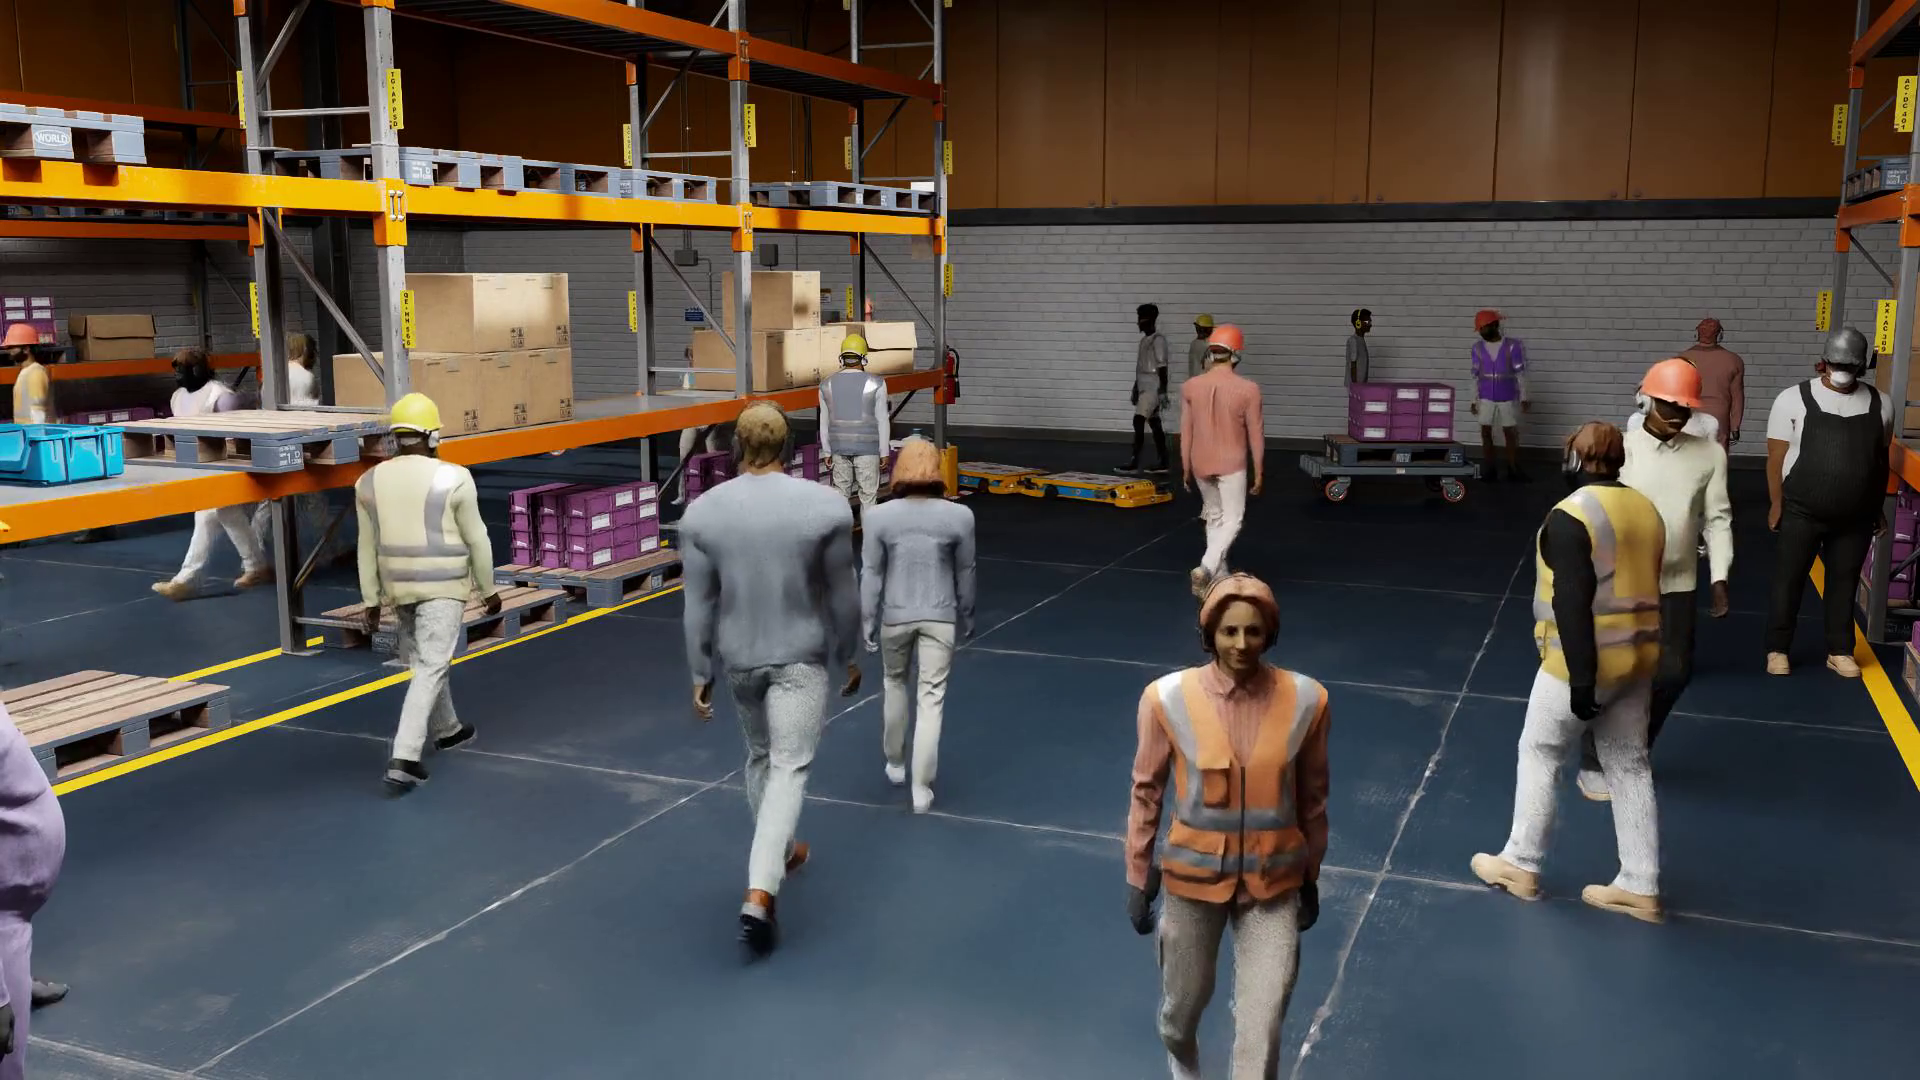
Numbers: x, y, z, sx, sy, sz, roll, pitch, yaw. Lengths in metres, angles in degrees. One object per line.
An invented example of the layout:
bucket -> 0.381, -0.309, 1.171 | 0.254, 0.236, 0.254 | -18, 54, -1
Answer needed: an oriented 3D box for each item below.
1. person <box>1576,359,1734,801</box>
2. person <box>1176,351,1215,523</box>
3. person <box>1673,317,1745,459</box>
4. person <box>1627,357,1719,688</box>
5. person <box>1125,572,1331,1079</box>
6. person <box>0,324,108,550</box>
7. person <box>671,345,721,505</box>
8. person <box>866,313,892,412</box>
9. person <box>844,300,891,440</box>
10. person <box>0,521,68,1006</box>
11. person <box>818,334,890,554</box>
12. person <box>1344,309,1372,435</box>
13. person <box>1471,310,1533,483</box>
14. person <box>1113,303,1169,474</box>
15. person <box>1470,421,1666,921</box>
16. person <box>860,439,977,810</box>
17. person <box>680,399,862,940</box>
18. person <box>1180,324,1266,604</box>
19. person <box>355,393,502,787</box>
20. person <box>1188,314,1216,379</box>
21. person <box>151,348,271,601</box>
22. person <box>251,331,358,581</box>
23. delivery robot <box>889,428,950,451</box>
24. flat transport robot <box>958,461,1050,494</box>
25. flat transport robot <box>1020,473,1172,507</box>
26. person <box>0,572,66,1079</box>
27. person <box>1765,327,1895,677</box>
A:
person -> 3.057, 0.174, 7.403 | 0.638, 1.965, 0.573 | 1, 9, 4
person -> 2.316, -0.968, 15.476 | 0.526, 1.593, 0.884 | 4, 10, 24
person -> 6.665, -1.034, 14.912 | 0.643, 1.909, 0.410 | 4, 10, 25
person -> 3.972, -0.095, 9.357 | 0.518, 1.865, 0.326 | 2, 10, 14
person -> 0.684, 0.862, 4.322 | 0.522, 1.609, 0.739 | 0, 9, 1
person -> -7.715, -0.864, 13.941 | 0.972, 1.895, 0.556 | -8, 13, -41
person -> -2.556, -1.170, 16.675 | 0.522, 1.600, 0.827 | 5, 11, 30
person -> -1.090, -1.590, 18.407 | 0.687, 1.864, 0.470 | 2, 10, 12
person -> -1.224, -1.859, 19.674 | 1.061, 1.977, 0.650 | -3, 10, -15
person -> -2.946, 0.673, 5.044 | 0.599, 1.745, 0.543 | -9, 13, -44
person -> -0.837, -0.736, 13.368 | 0.588, 1.827, 0.403 | 3, 10, 18
person -> 4.648, -1.755, 19.393 | 0.329, 1.872, 0.507 | 3, 10, 18
person -> 5.923, -1.550, 18.125 | 0.724, 1.889, 0.442 | 5, 11, 30
person -> 2.034, -1.702, 18.850 | 0.832, 1.937, 0.646 | -2, 10, -10
person -> 2.335, 0.466, 6.189 | 0.629, 1.793, 0.796 | -6, 11, -31
person -> -0.176, 0.353, 7.427 | 0.507, 1.607, 0.703 | 0, 9, 3
person -> -0.697, 0.444, 6.004 | 0.627, 1.908, 0.982 | 2, 10, 10
person -> 1.810, -0.521, 11.634 | 0.628, 1.968, 0.850 | 6, 11, 34
person -> -2.492, 0.214, 7.725 | 0.590, 1.792, 0.931 | 3, 10, 16
person -> 3.022, -1.930, 20.777 | 0.330, 1.765, 0.533 | -2, 10, -12
person -> -5.415, -0.484, 11.957 | 0.636, 1.783, 0.979 | 6, 11, 34
person -> -5.067, -0.645, 12.703 | 0.637, 1.855, 1.059 | 7, 12, 36
delivery robot -> -0.468, -0.998, 18.495 | 0.707, 0.478, 0.477 | 6, 11, 32
flat transport robot -> 0.272, -0.675, 17.681 | 0.652, 0.197, 1.431 | -8, 12, -40
flat transport robot -> 1.361, -0.519, 16.737 | 1.431, 0.197, 0.652 | 8, 13, 42
person -> -2.093, 0.850, 3.502 | 0.406, 1.904, 0.654 | -8, 12, -38
person -> 5.007, -0.217, 9.556 | 0.674, 2.000, 0.535 | 1, 9, 9
